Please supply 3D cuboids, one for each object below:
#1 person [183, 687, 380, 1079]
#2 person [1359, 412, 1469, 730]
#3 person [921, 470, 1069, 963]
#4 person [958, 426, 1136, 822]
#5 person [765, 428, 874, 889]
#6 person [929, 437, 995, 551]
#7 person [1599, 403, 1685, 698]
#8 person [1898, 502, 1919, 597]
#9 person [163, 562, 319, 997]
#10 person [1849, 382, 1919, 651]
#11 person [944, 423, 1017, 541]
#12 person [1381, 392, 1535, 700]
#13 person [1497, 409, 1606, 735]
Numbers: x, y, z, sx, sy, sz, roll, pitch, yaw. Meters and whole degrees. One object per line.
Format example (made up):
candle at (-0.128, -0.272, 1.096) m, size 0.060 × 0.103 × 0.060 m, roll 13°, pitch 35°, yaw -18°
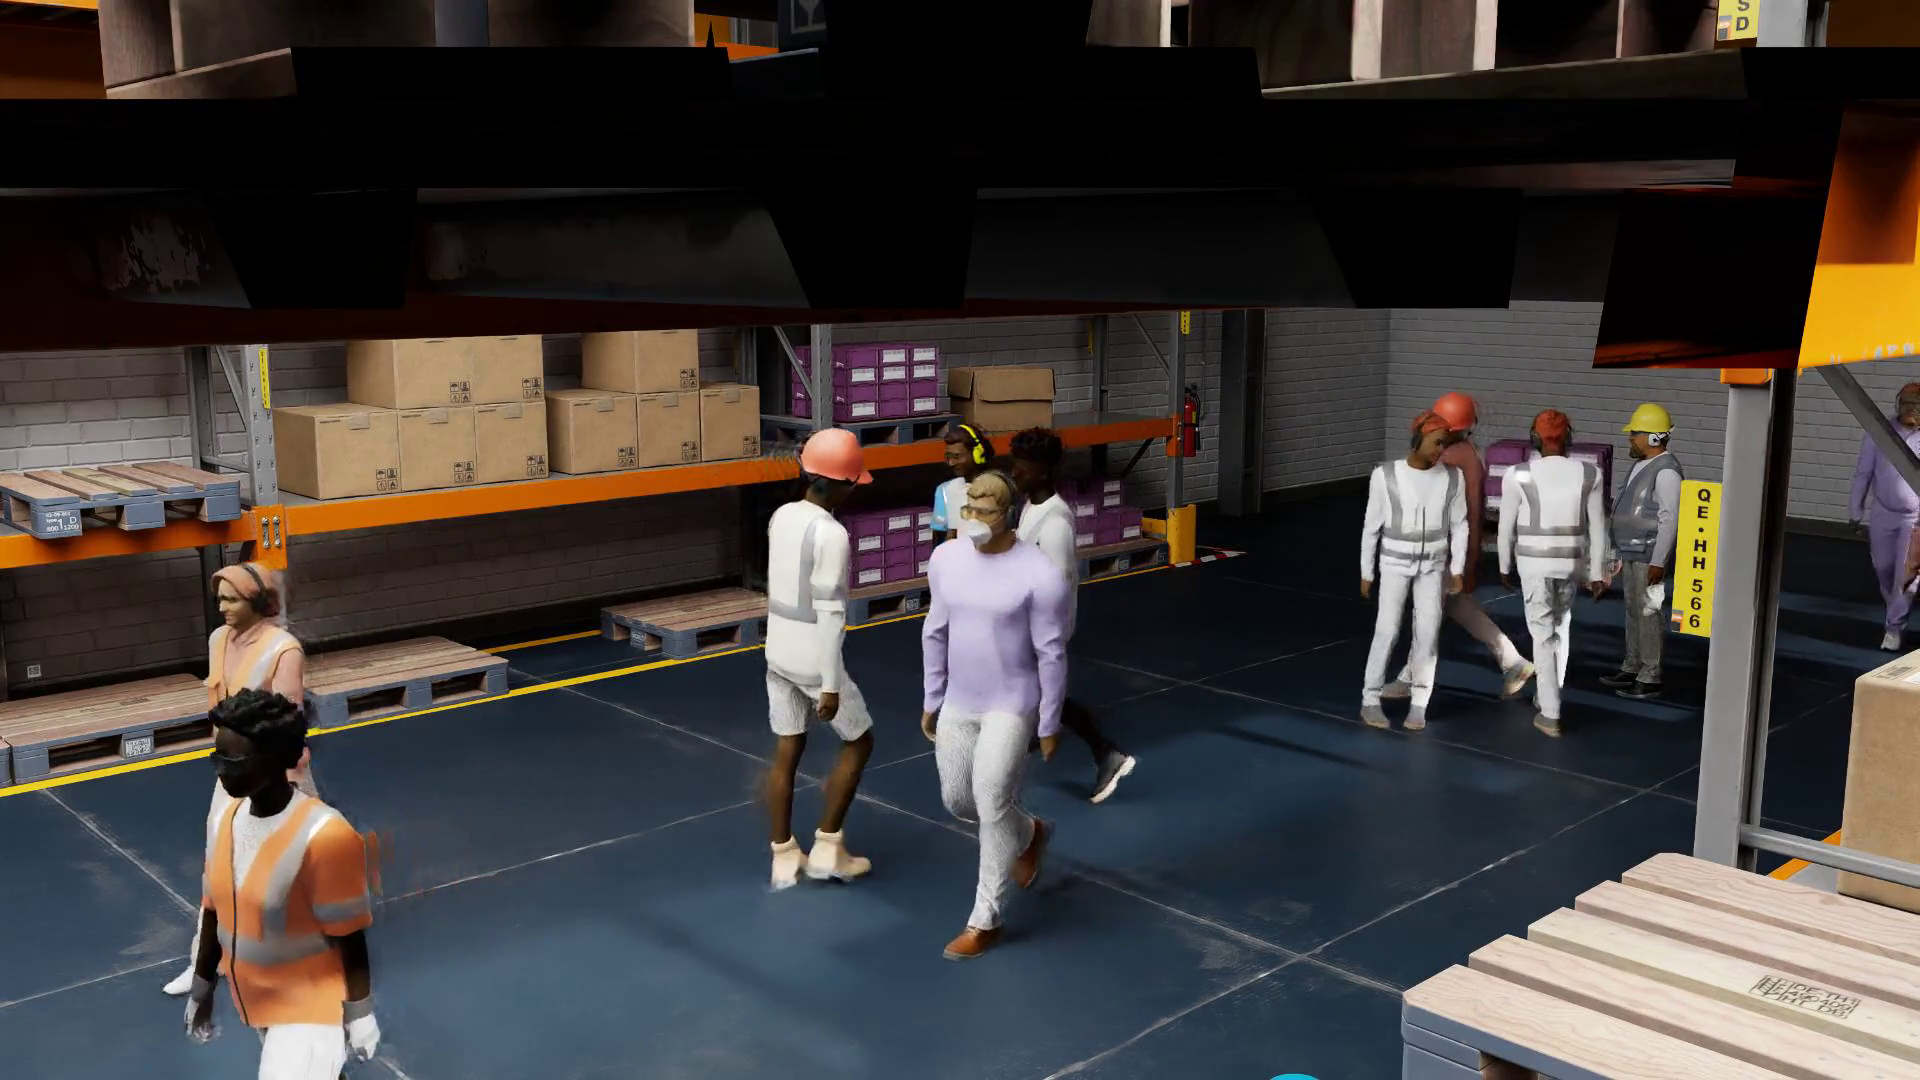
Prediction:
person at (-1.792, 1.200, 4.220) m, size 0.546 × 1.650 × 0.847 m, roll 7°, pitch 12°, yaw 35°
person at (2.637, 0.189, 9.644) m, size 0.613 × 1.854 × 0.470 m, roll -1°, pitch 10°, yaw -5°
person at (0.164, 0.658, 6.645) m, size 0.635 × 1.924 × 0.743 m, roll 8°, pitch 12°, yaw 38°
person at (0.428, 0.404, 8.070) m, size 0.861 × 1.941 × 0.626 m, roll 0°, pitch 10°, yaw 0°
person at (-0.597, 0.514, 7.195) m, size 0.590 × 2.015 × 0.639 m, roll -7°, pitch 12°, yaw -37°
person at (0.083, 0.168, 10.291) m, size 0.535 × 1.650 × 0.889 m, roll 2°, pitch 10°, yaw 11°
person at (4.255, 0.065, 10.365) m, size 0.404 × 1.831 × 0.600 m, roll 1°, pitch 10°, yaw 4°
person at (5.724, 0.245, 9.637) m, size 0.737 × 1.730 × 0.531 m, roll -3°, pitch 10°, yaw -17°
person at (-2.658, 0.863, 6.394) m, size 0.534 × 1.593 × 0.871 m, roll 5°, pitch 11°, yaw 27°
person at (6.705, -0.201, 11.822) m, size 0.653 × 1.871 × 0.930 m, roll 8°, pitch 13°, yaw 41°
person at (0.118, 0.281, 9.069) m, size 0.412 × 1.841 × 0.556 m, roll -7°, pitch 12°, yaw -37°
person at (3.054, 0.058, 10.095) m, size 0.906 × 1.936 × 0.659 m, roll 2°, pitch 10°, yaw 13°
person at (3.407, 0.162, 9.730) m, size 0.572 × 1.851 × 0.800 m, roll 0°, pitch 10°, yaw -1°
